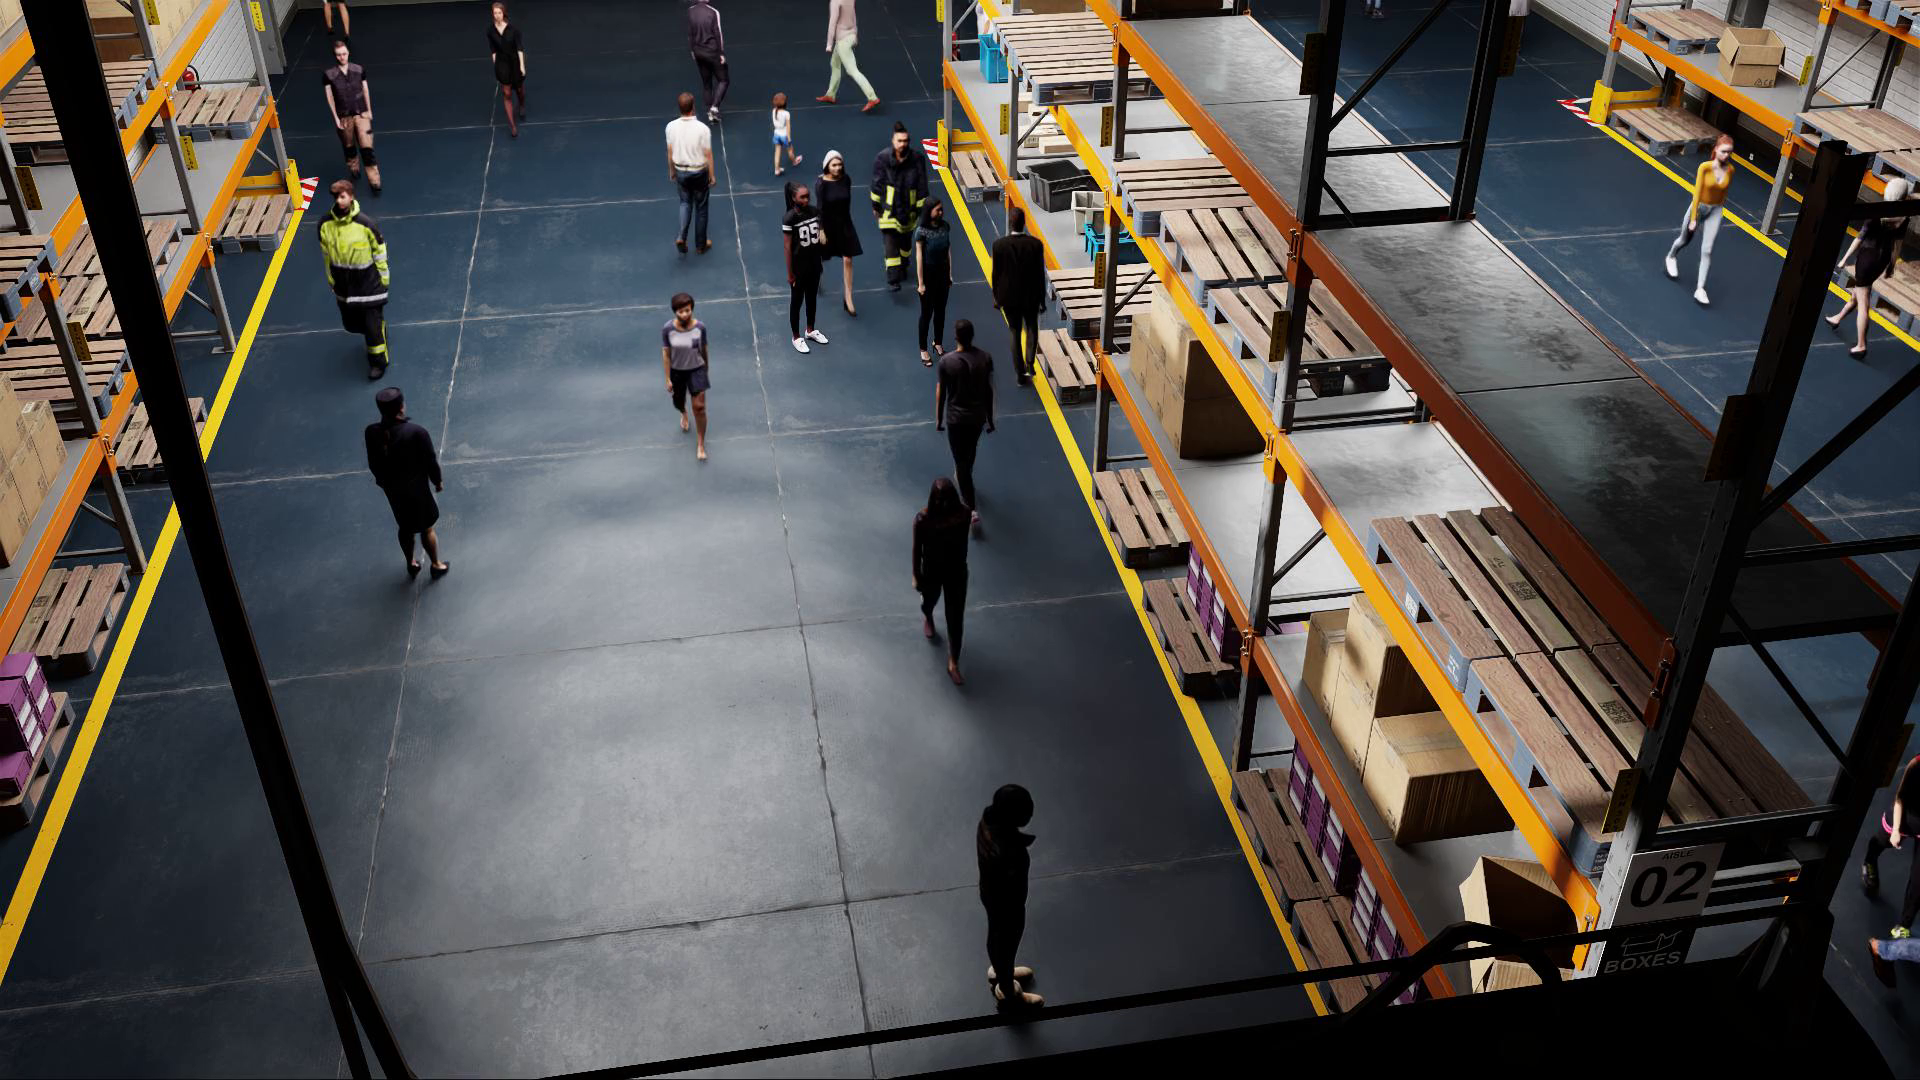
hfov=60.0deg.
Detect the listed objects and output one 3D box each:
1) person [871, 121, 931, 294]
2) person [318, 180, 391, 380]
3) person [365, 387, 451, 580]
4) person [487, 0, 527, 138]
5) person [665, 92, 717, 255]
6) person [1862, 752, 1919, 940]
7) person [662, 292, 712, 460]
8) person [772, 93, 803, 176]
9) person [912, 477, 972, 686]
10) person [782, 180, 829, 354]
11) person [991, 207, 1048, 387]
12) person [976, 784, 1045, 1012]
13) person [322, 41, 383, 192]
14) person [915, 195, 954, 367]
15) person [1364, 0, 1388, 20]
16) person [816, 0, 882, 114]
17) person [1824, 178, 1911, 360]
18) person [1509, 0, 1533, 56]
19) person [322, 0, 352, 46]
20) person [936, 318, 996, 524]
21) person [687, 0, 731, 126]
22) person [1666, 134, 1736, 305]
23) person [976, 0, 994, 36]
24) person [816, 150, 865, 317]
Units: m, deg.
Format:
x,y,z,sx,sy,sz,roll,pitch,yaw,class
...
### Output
x,y,z,sx,sy,sz,roll,pitch,yaw,class
-0.654,-3.606,17.793,0.773,1.824,1.120,-3,34,-5,person
-5.800,-2.574,16.110,0.918,1.968,1.052,3,34,4,person
-4.369,-0.425,13.145,0.764,1.671,0.716,2,34,4,person
-5.902,-6.216,21.863,0.586,1.665,1.079,-5,34,-8,person
-2.992,-3.989,18.354,0.865,1.840,1.010,7,34,11,person
5.817,1.673,10.139,0.846,1.506,1.108,8,34,12,person
-2.465,-1.544,14.950,0.562,1.536,0.966,-4,34,-7,person
-2.242,-5.033,20.687,0.681,0.996,0.761,18,38,25,person
-0.151,0.211,12.281,0.669,1.569,1.108,-7,34,-11,person
-1.556,-2.740,16.574,0.755,1.731,0.713,26,42,33,person
0.557,-2.255,15.795,0.744,1.785,0.713,3,34,5,person
0.237,2.042,9.442,0.662,1.661,0.592,8,35,12,person
-7.393,-5.155,20.164,0.893,1.779,1.279,-16,37,-22,person
-0.257,-2.550,16.282,0.633,1.737,0.634,-23,40,-31,person
6.627,-9.127,26.193,0.692,1.719,0.538,-13,36,-19,person
-1.470,-6.692,22.418,1.213,1.842,1.315,12,36,18,person
9.011,-2.631,16.349,0.618,1.798,1.050,-5,34,-8,person
8.227,-8.000,24.597,0.689,1.610,0.718,1,34,2,person
-9.363,-8.320,24.929,0.870,1.774,1.007,-27,42,-34,person
0.063,-0.957,13.901,0.687,1.720,1.204,-8,34,-12,person
-3.361,-6.328,21.896,0.848,1.814,0.898,14,36,19,person
7.851,-3.468,17.691,0.725,1.707,1.255,0,34,1,person
0.383,-6.973,22.924,0.680,1.751,0.535,3,34,5,person
-1.346,-3.240,17.349,0.873,1.706,1.219,-17,37,-24,person
